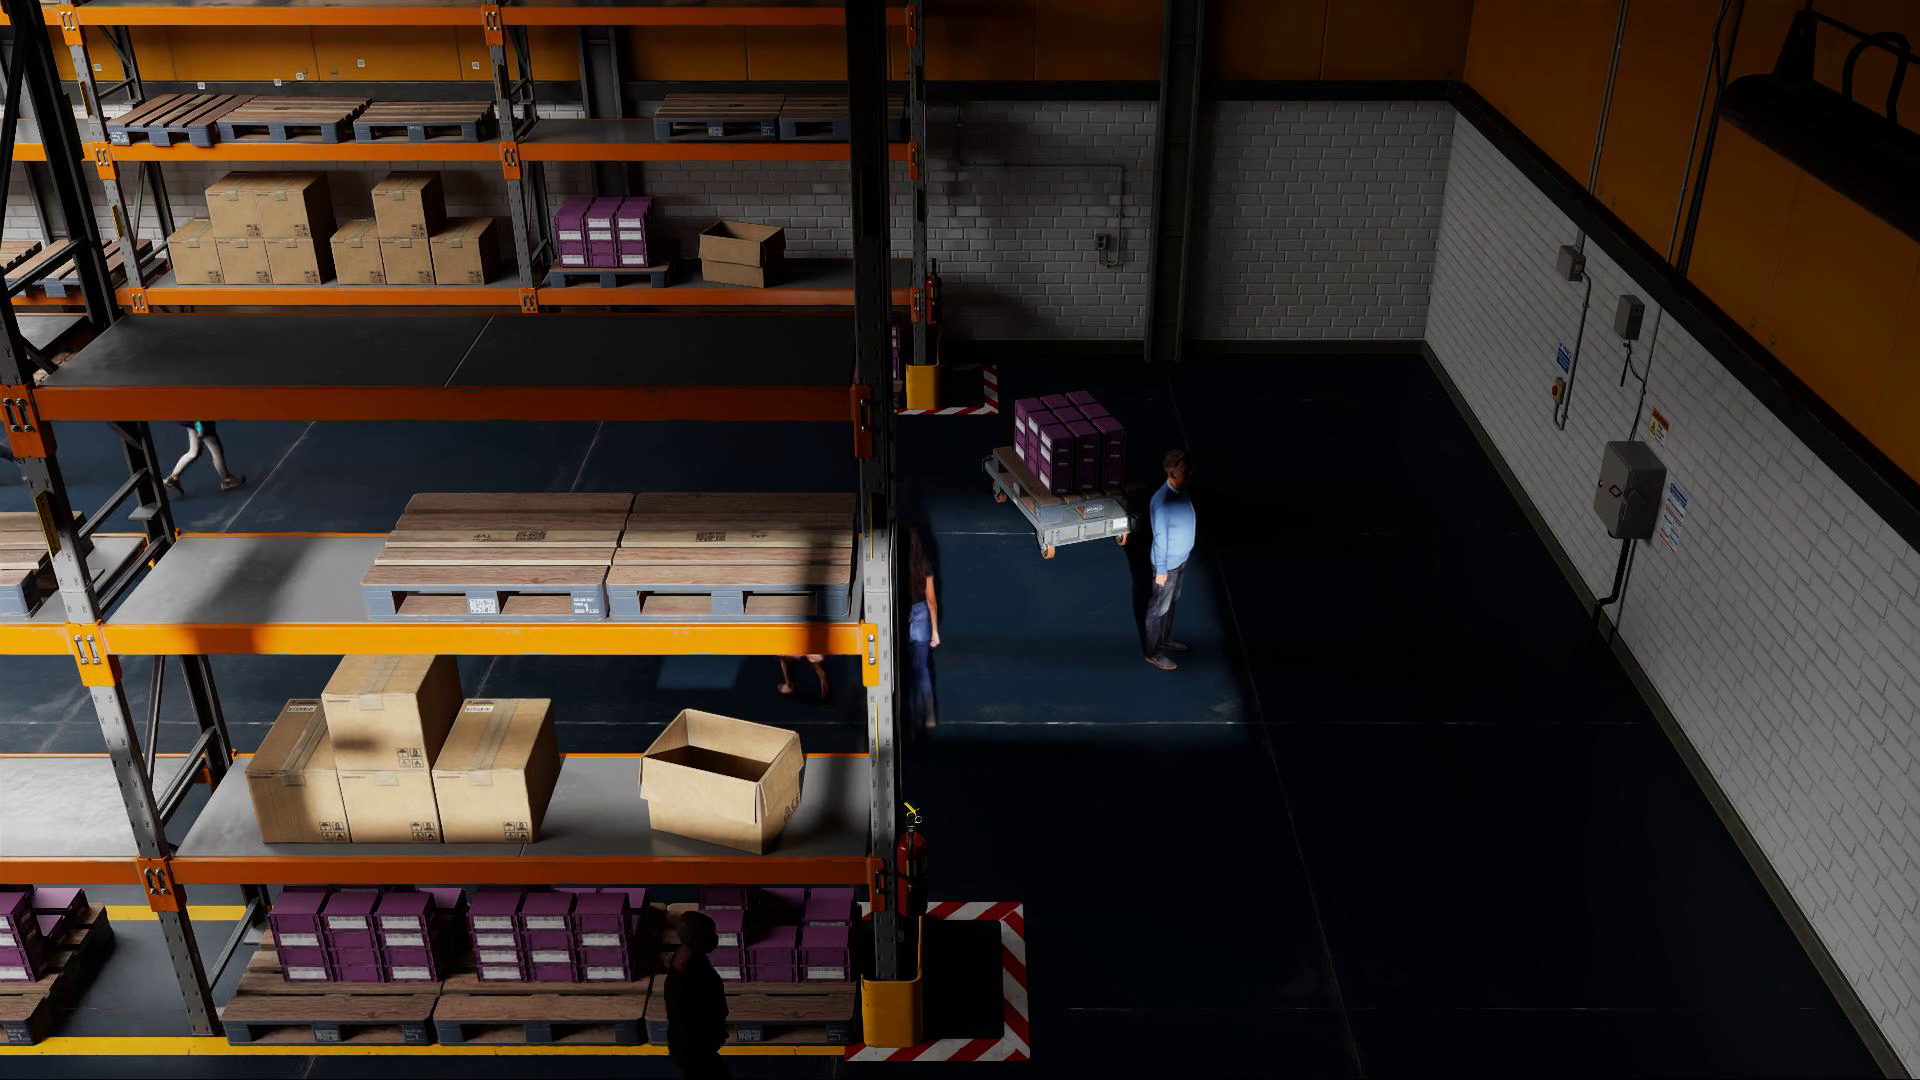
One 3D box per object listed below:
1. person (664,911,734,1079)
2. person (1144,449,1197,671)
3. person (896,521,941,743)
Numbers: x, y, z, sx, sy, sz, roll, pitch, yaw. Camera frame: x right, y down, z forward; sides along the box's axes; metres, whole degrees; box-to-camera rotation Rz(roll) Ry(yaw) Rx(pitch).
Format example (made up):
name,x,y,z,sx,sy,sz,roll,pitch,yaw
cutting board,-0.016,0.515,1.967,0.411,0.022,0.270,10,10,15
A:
name,x,y,z,sx,sy,sz,roll,pitch,yaw
person,-1.416,2.589,8.451,0.708,1.738,0.637,-2,29,-4
person,1.625,0.113,12.905,0.731,1.818,0.747,14,31,23
person,-0.328,0.716,11.899,0.735,1.722,0.772,-13,31,-22
